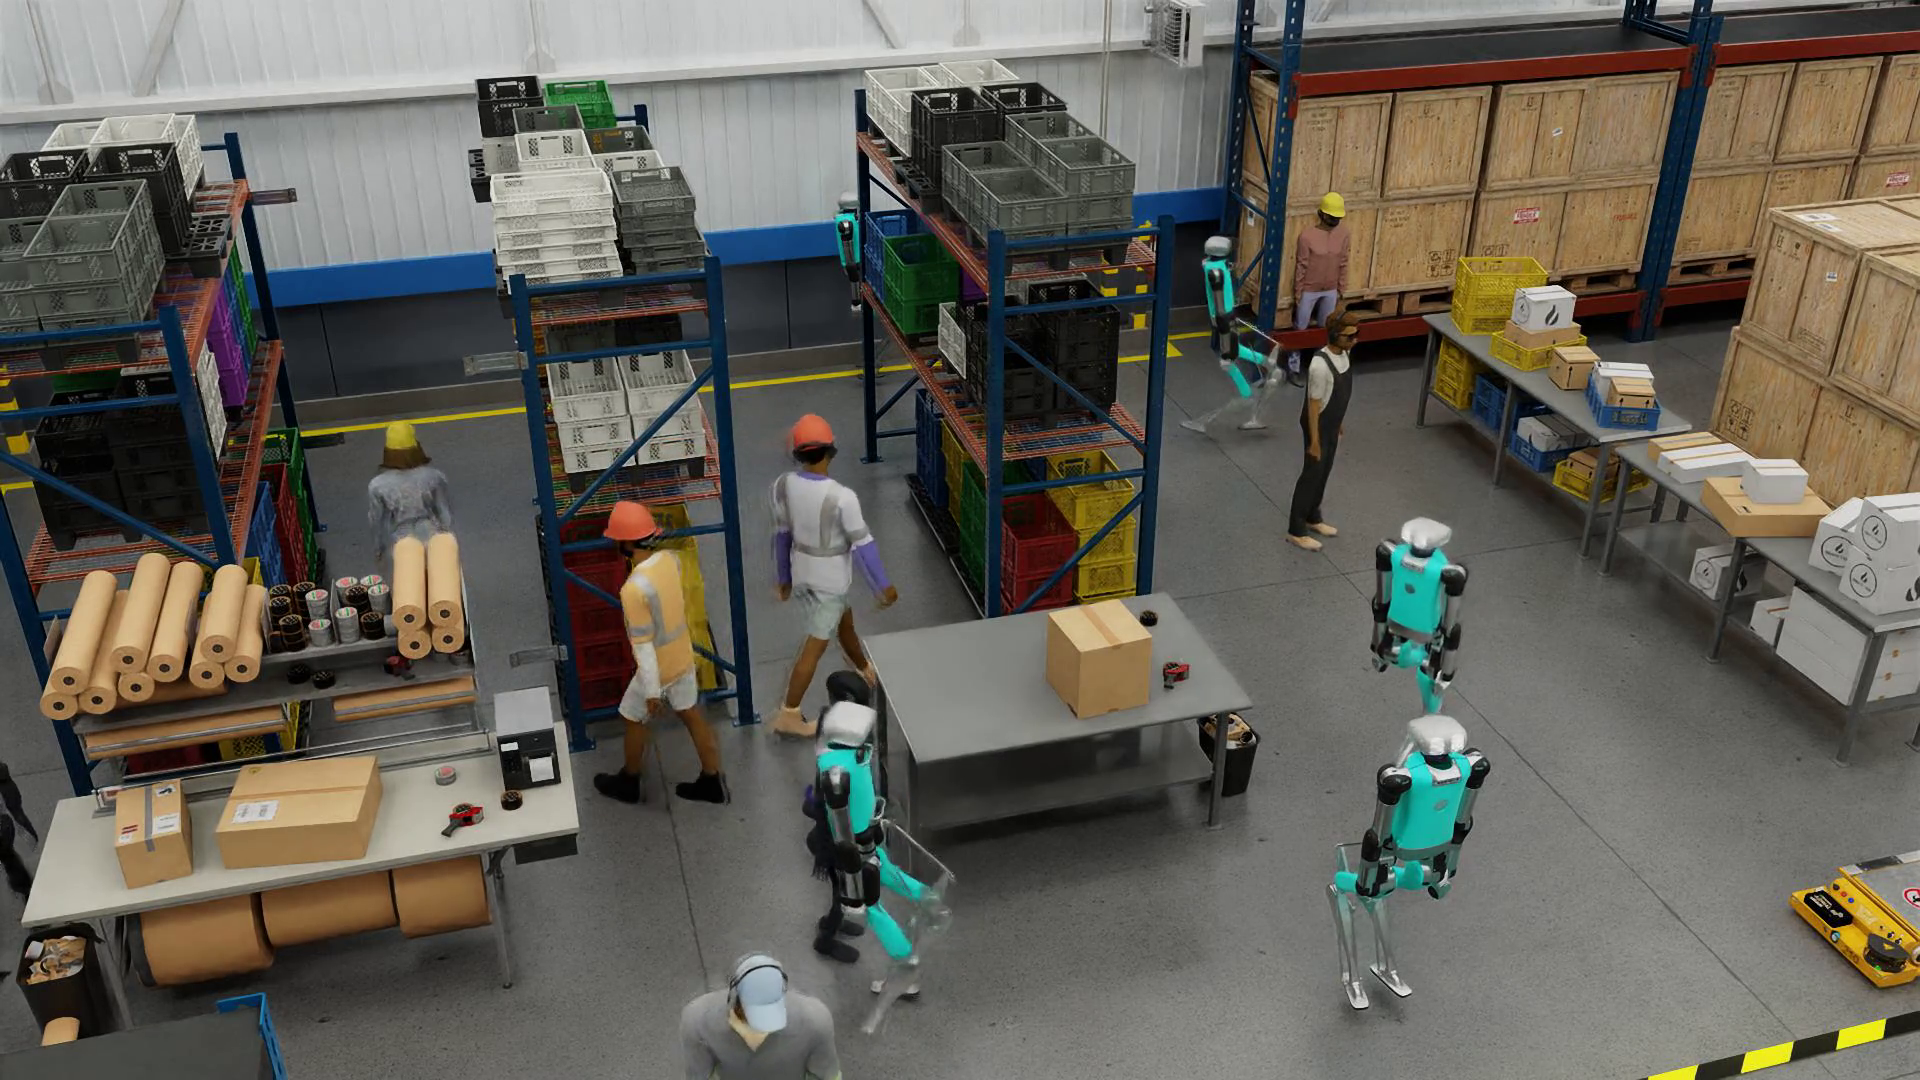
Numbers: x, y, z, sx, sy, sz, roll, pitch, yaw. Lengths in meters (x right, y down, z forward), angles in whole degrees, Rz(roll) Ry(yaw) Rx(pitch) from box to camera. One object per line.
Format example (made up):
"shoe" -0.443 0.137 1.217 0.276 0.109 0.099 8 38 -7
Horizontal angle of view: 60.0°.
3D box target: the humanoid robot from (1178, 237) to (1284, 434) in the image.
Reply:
"humanoid robot" 2.315 -1.612 13.574 0.974 1.726 0.531 4 29 6

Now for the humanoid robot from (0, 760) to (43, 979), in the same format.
"humanoid robot" -4.915 1.422 8.186 0.602 1.636 0.730 -8 30 -14

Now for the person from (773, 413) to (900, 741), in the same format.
"person" -0.801 0.217 9.995 1.066 1.976 0.715 -25 38 -38

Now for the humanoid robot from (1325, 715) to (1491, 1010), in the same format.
"humanoid robot" 2.029 1.438 7.880 0.533 1.677 0.735 -8 30 -15

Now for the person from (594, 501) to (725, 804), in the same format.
"person" -1.760 0.660 9.270 0.873 1.896 0.611 10 30 17

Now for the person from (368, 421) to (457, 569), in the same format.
"person" -3.477 0.024 10.627 0.504 1.695 0.892 -13 31 -23

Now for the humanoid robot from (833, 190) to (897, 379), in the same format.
"humanoid robot" -0.722 -2.231 14.556 0.735 1.679 0.533 -1 29 -1

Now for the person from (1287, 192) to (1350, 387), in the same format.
"person" 3.168 -2.200 14.619 0.523 1.761 0.336 -10 30 -17

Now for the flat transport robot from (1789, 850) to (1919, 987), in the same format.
"flat transport robot" 5.163 1.916 8.676 1.431 0.231 0.659 -8 30 -14

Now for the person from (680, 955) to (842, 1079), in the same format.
"person" -0.752 2.264 6.468 0.613 1.791 0.829 3 29 6

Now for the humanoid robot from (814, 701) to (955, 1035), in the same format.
"humanoid robot" -0.293 1.560 7.821 0.719 1.811 0.547 2 29 4

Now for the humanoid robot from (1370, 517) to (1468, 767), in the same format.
"humanoid robot" 2.762 0.564 9.652 0.539 1.773 0.989 23 37 36

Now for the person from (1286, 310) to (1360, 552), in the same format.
"person" 2.630 -0.795 11.989 0.340 1.835 0.502 18 34 29

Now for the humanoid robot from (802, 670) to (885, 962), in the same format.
"humanoid robot" -0.596 1.356 8.247 0.327 1.656 0.610 10 30 17
